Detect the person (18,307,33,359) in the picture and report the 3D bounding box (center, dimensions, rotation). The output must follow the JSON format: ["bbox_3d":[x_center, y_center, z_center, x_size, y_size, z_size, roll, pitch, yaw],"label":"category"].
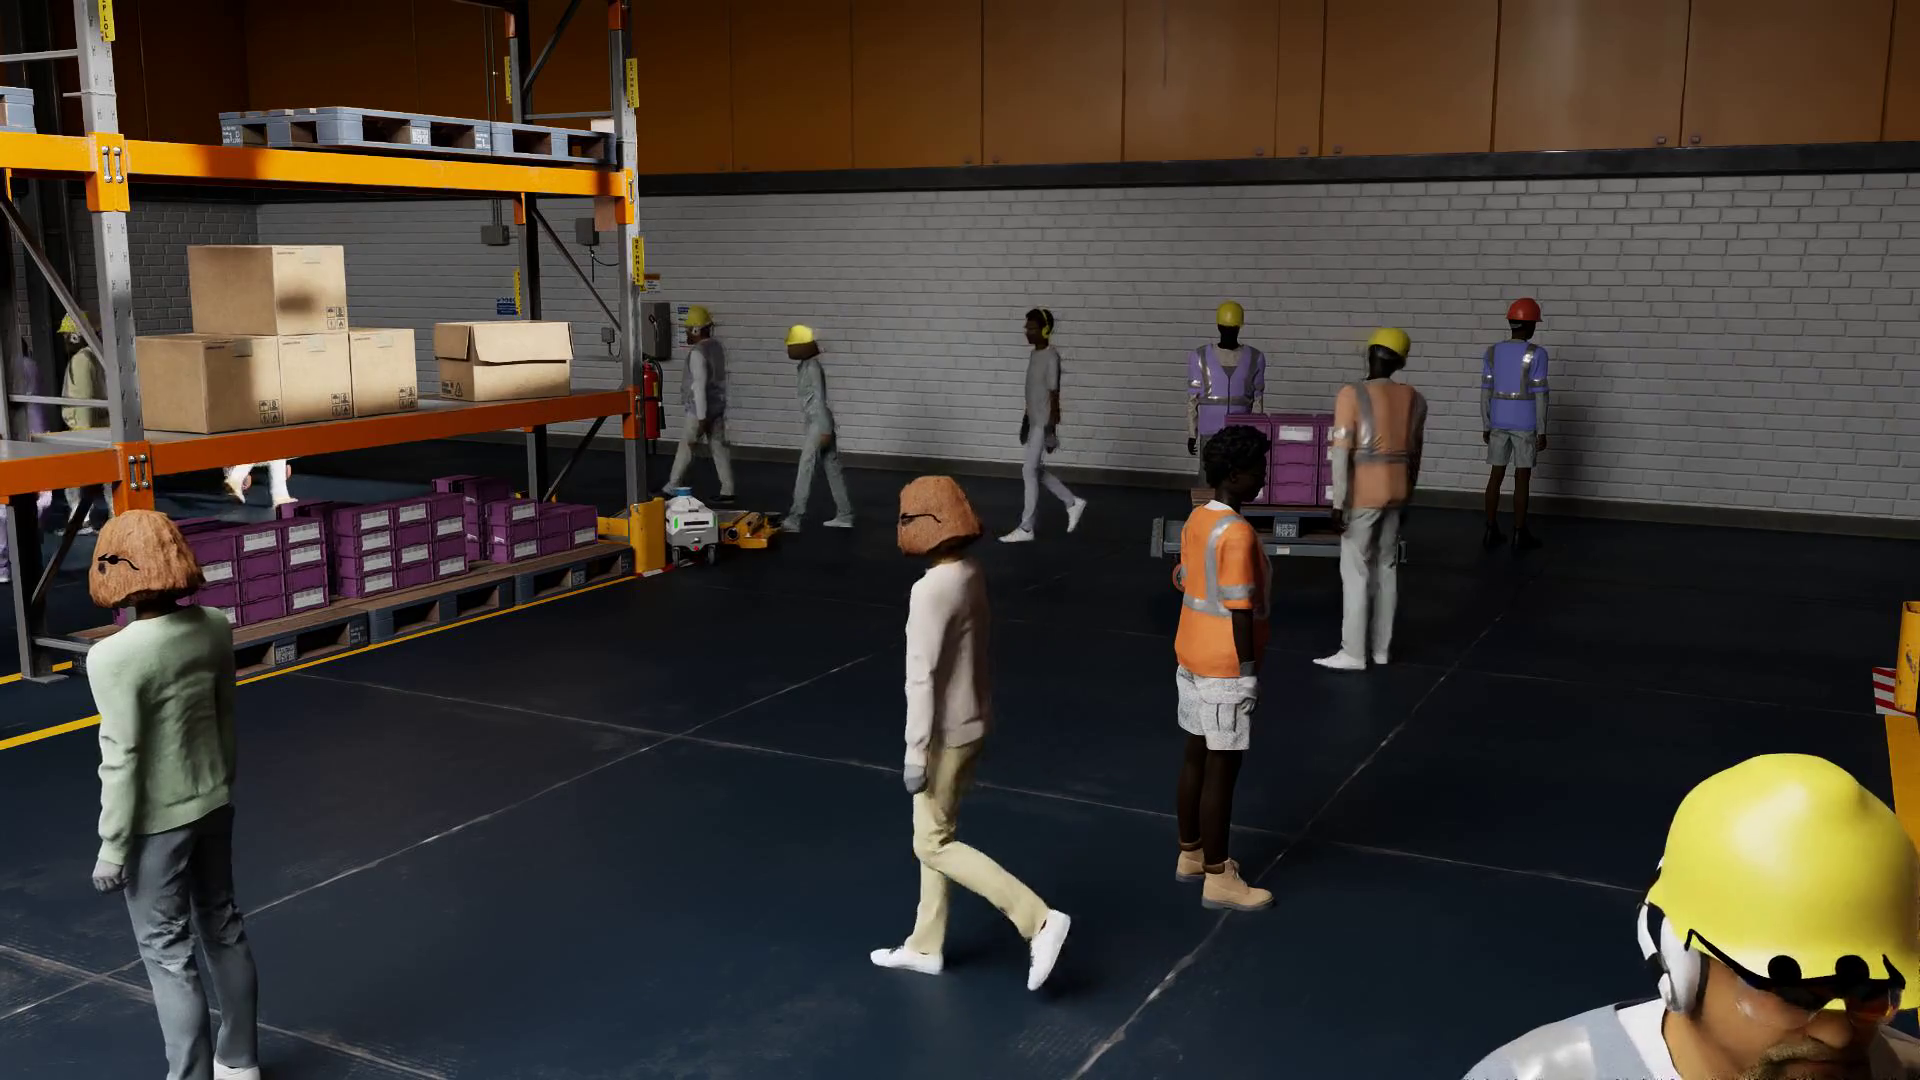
[{"bbox_3d":[-8.964,-1.344,15.729,0.636,1.842,0.429,6,11,30],"label":"person"}]

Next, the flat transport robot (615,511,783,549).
[{"bbox_3d":[-2.153,-0.095,13.040,1.431,0.197,0.652,1,10,5],"label":"flat transport robot"}]

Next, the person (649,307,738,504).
[{"bbox_3d":[-2.405,-1.206,15.082,0.801,1.793,0.595,3,10,16],"label":"person"}]

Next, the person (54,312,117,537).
[{"bbox_3d":[-7.089,-0.927,13.391,0.659,1.809,0.630,-1,10,-9],"label":"person"}]

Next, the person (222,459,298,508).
[{"bbox_3d":[-6.218,-1.166,14.748,0.628,1.832,0.564,5,11,25],"label":"person"}]

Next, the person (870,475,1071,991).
[{"bbox_3d":[0.018,0.604,5.115,0.604,1.609,0.518,3,10,16],"label":"person"}]

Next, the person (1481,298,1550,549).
[{"bbox_3d":[4.311,-0.900,12.884,0.366,1.935,0.552,-8,13,-39],"label":"person"}]

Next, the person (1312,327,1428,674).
[{"bbox_3d":[2.228,-0.219,9.131,0.757,1.874,0.443,-5,11,-27],"label":"person"}]

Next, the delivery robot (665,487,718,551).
[{"bbox_3d":[-2.021,-0.146,12.248,0.477,0.478,0.707,-4,10,-22],"label":"delivery robot"}]

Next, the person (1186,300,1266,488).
[{"bbox_3d":[1.999,-0.834,12.532,0.587,1.928,0.364,0,10,-1],"label":"person"}]

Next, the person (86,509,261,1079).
[{"bbox_3d":[-2.052,0.731,4.320,0.268,1.632,0.509,2,10,11],"label":"person"}]

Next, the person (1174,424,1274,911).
[{"bbox_3d":[0.928,0.438,5.845,0.320,1.692,0.531,-2,10,-10],"label":"person"}]

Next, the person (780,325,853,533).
[{"bbox_3d":[-1.231,-0.907,13.638,0.757,1.689,0.511,-2,10,-13],"label":"person"}]

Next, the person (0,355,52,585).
[{"bbox_3d":[-6.584,-0.628,11.488,0.642,1.880,0.431,-1,10,-8],"label":"person"}]

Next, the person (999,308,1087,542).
[{"bbox_3d":[0.660,-0.912,13.204,0.726,1.849,0.556,-2,10,-12],"label":"person"}]

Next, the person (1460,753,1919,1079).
[{"bbox_3d":[0.765,1.090,1.701,0.597,1.825,0.403,0,10,0],"label":"person"}]
